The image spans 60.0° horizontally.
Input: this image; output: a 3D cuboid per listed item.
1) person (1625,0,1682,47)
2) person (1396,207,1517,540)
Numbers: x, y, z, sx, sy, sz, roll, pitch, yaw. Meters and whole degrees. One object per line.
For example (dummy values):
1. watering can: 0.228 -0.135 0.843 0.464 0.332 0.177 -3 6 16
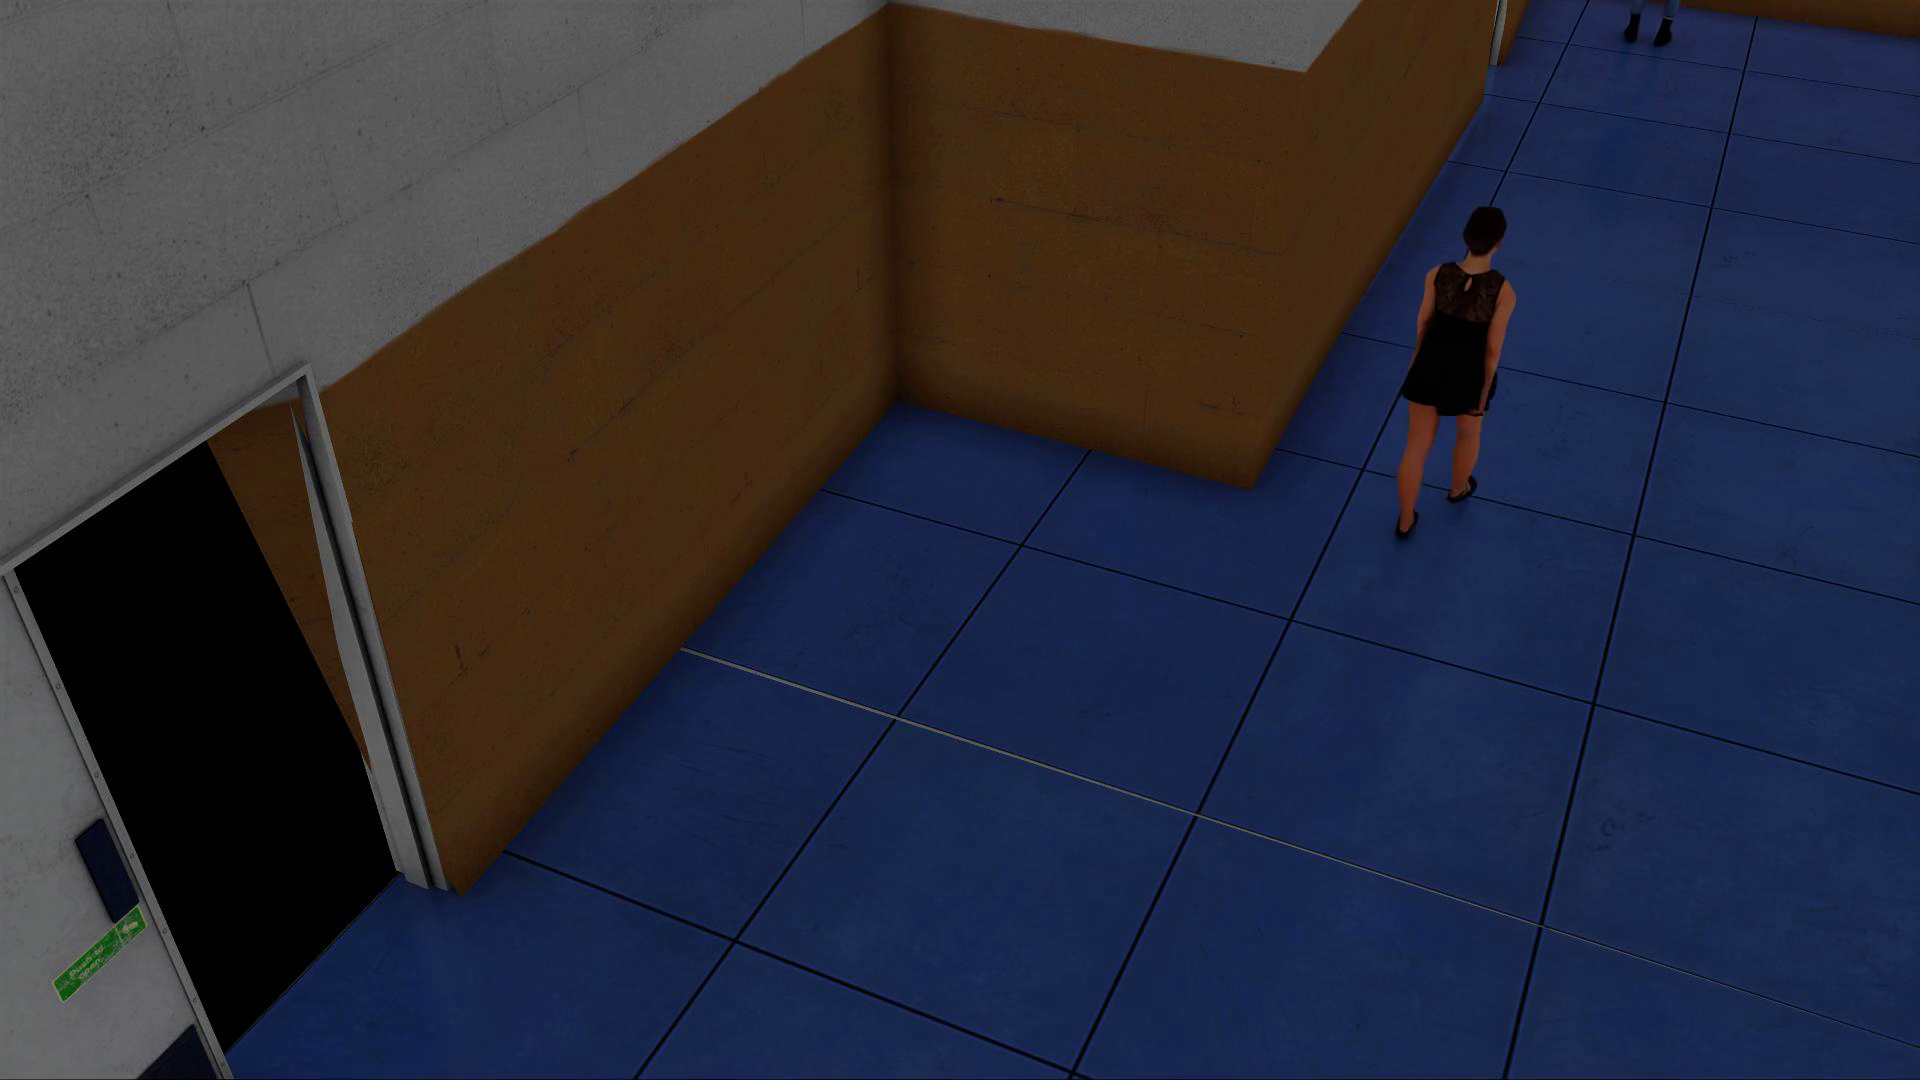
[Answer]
1. person: 5.545 -4.714 12.925 0.494 1.695 0.614 13 39 16
2. person: 2.215 -0.714 7.629 0.787 1.655 0.672 17 40 21
